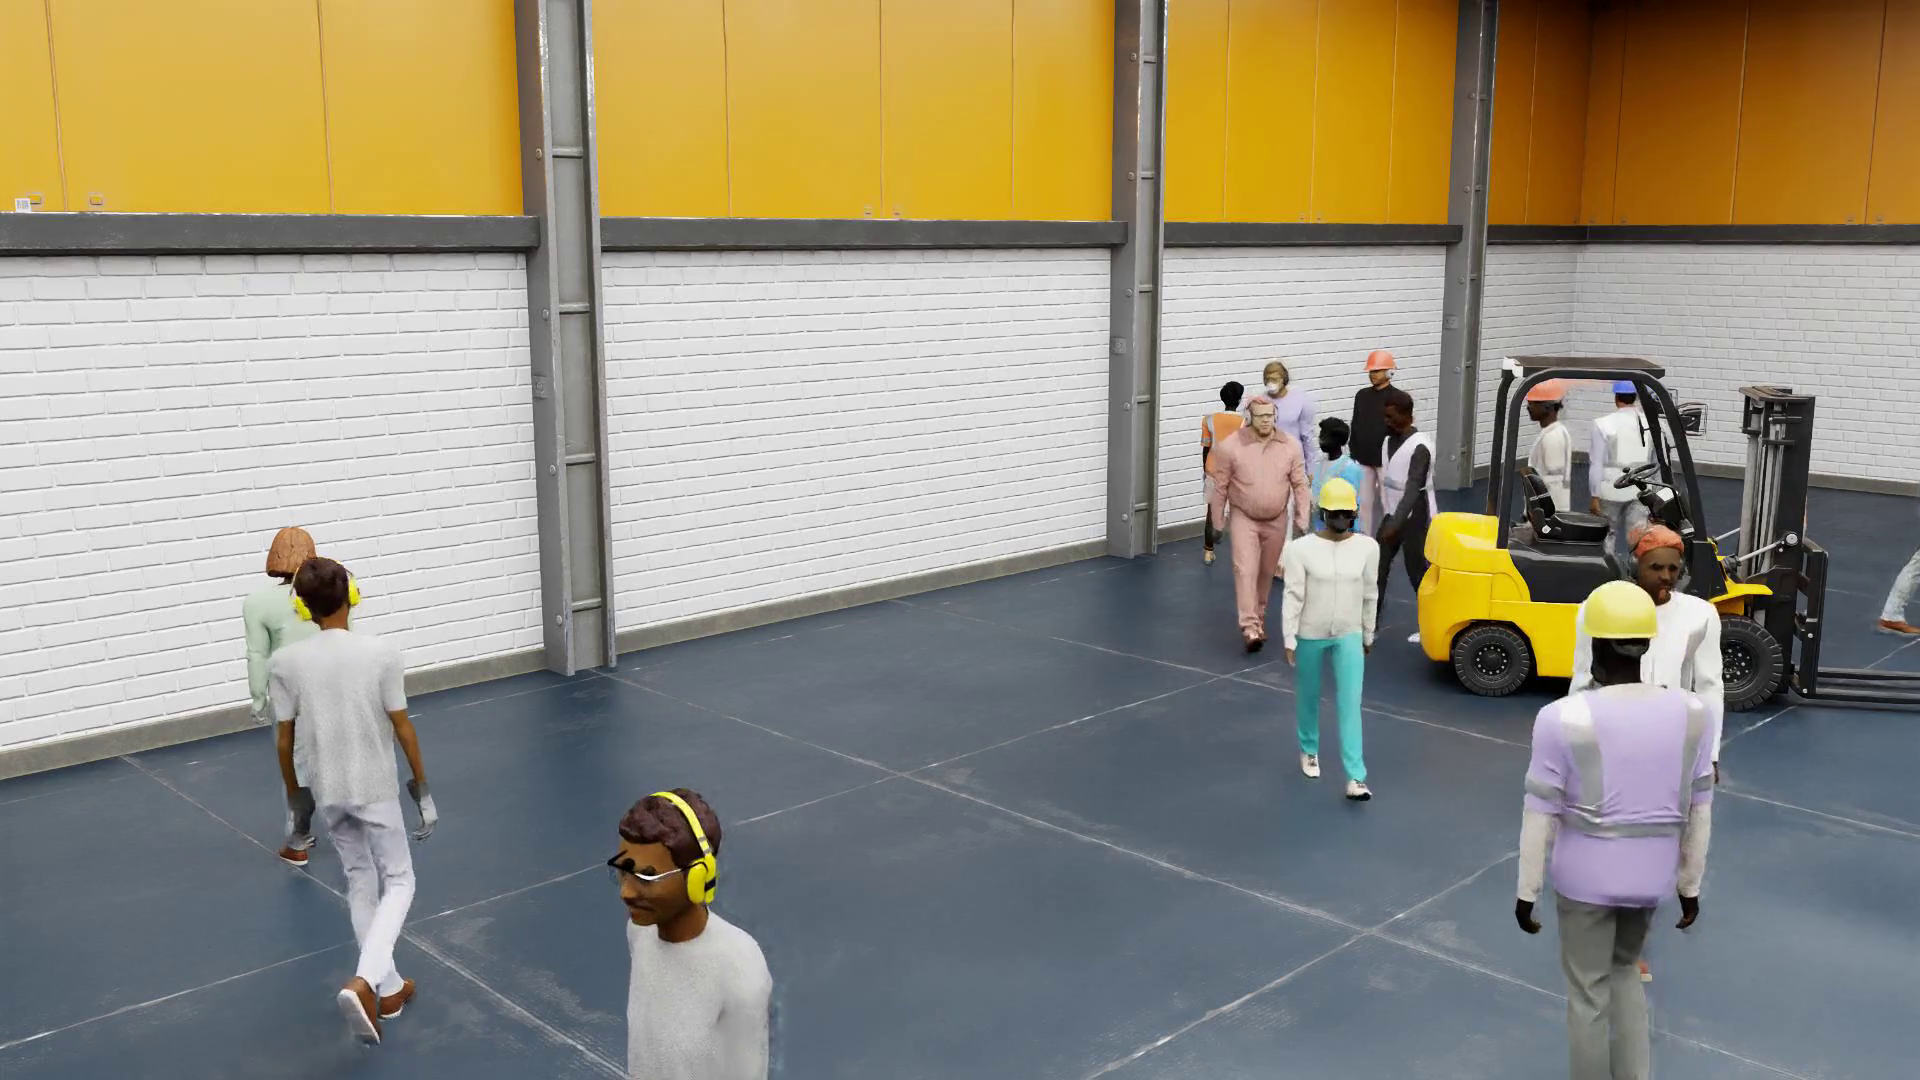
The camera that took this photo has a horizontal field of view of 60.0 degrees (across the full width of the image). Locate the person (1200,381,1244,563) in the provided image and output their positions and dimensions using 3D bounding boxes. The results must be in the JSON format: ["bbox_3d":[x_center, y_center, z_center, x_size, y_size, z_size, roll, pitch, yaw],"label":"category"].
[{"bbox_3d":[2.455,-0.606,15.214,0.534,1.690,0.319,4,11,21],"label":"person"}]

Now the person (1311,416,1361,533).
[{"bbox_3d":[2.857,-0.094,12.455,0.650,1.681,0.538,-3,11,-16],"label":"person"}]

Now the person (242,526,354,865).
[{"bbox_3d":[-3.150,0.745,7.990,0.501,1.633,0.285,-6,12,-30],"label":"person"}]

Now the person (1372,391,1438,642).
[{"bbox_3d":[3.263,-0.153,12.237,0.752,1.889,0.612,-3,11,-15],"label":"person"}]

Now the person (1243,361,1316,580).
[{"bbox_3d":[2.746,-0.595,14.562,0.637,1.902,0.891,5,11,24],"label":"person"}]

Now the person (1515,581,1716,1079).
[{"bbox_3d":[2.097,1.076,5.403,0.609,1.915,0.416,-1,10,-8],"label":"person"}]

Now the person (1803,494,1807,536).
[{"bbox_3d":[5.859,0.032,11.862,0.307,1.642,0.514,7,12,32],"label":"person"}]

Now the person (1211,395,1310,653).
[{"bbox_3d":[2.197,-0.113,12.035,0.657,1.857,0.992,-1,10,-6],"label":"person"}]

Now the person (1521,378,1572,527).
[{"bbox_3d":[4.313,-0.223,12.322,1.076,1.986,0.633,4,11,22],"label":"person"}]

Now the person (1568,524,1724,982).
[{"bbox_3d":[2.882,0.817,7.075,0.584,1.836,1.008,1,10,6],"label":"person"}]

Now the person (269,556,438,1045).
[{"bbox_3d":[-2.261,0.977,6.200,0.590,1.833,0.655,0,10,2],"label":"person"}]

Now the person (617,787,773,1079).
[{"bbox_3d":[-0.580,1.438,3.636,0.527,1.855,0.418,9,14,41],"label":"person"}]

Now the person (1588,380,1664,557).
[{"bbox_3d":[5.388,-0.386,13.382,0.624,1.921,0.807,0,10,-1],"label":"person"}]

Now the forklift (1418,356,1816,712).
[{"bbox_3d":[4.276,-0.101,11.076,2.313,2.155,1.214,2,11,13],"label":"forklift"}]

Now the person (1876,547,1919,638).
[{"bbox_3d":[7.320,-0.146,12.195,0.994,1.887,0.639,7,13,35],"label":"person"}]

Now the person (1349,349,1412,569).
[{"bbox_3d":[3.764,-0.722,15.005,0.392,1.994,0.618,-9,14,-42],"label":"person"}]

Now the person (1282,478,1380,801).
[{"bbox_3d":[2.002,0.525,8.950,0.541,1.714,0.920,0,10,0],"label":"person"}]
